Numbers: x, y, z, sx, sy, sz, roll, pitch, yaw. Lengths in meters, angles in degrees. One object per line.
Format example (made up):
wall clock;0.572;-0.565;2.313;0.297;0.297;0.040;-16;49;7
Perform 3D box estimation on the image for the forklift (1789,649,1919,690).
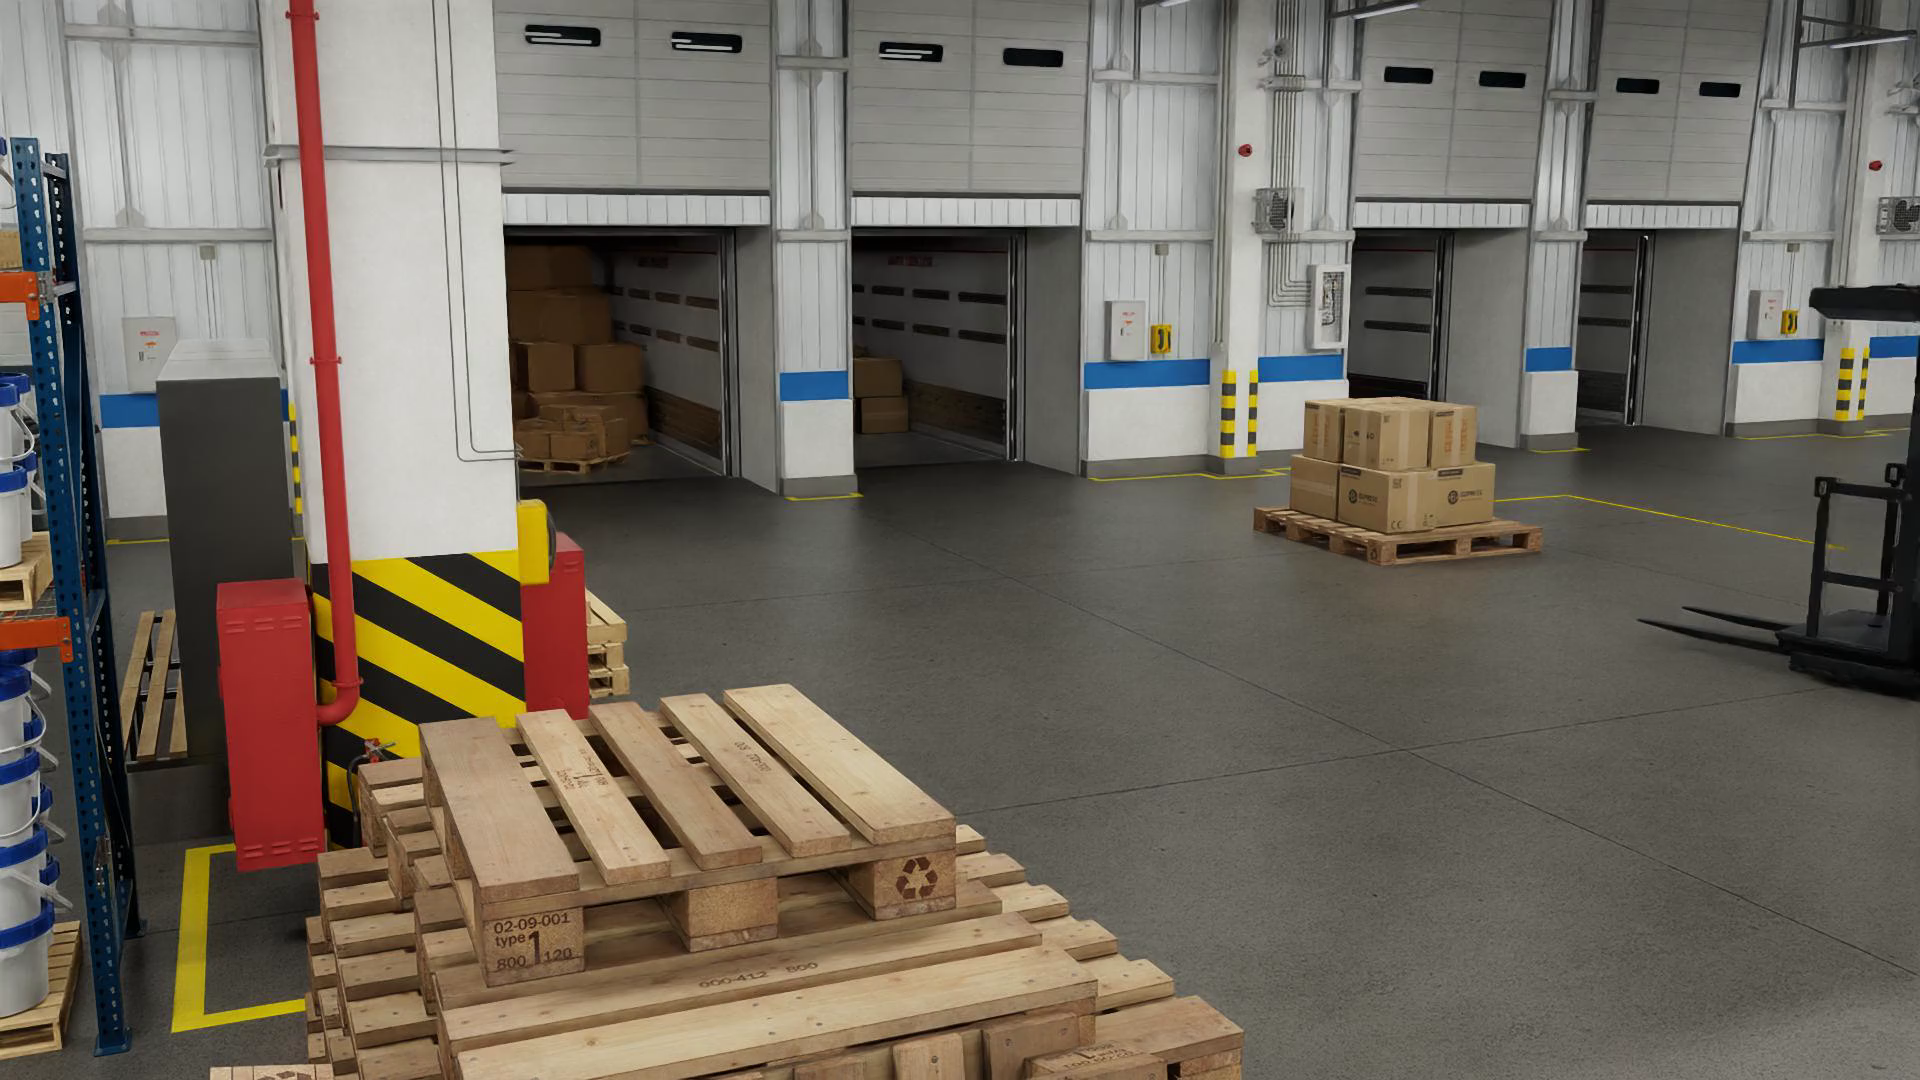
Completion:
forklift;6.205;-0.471;9.782;1.129;2.768;1.873;-8;13;-38
